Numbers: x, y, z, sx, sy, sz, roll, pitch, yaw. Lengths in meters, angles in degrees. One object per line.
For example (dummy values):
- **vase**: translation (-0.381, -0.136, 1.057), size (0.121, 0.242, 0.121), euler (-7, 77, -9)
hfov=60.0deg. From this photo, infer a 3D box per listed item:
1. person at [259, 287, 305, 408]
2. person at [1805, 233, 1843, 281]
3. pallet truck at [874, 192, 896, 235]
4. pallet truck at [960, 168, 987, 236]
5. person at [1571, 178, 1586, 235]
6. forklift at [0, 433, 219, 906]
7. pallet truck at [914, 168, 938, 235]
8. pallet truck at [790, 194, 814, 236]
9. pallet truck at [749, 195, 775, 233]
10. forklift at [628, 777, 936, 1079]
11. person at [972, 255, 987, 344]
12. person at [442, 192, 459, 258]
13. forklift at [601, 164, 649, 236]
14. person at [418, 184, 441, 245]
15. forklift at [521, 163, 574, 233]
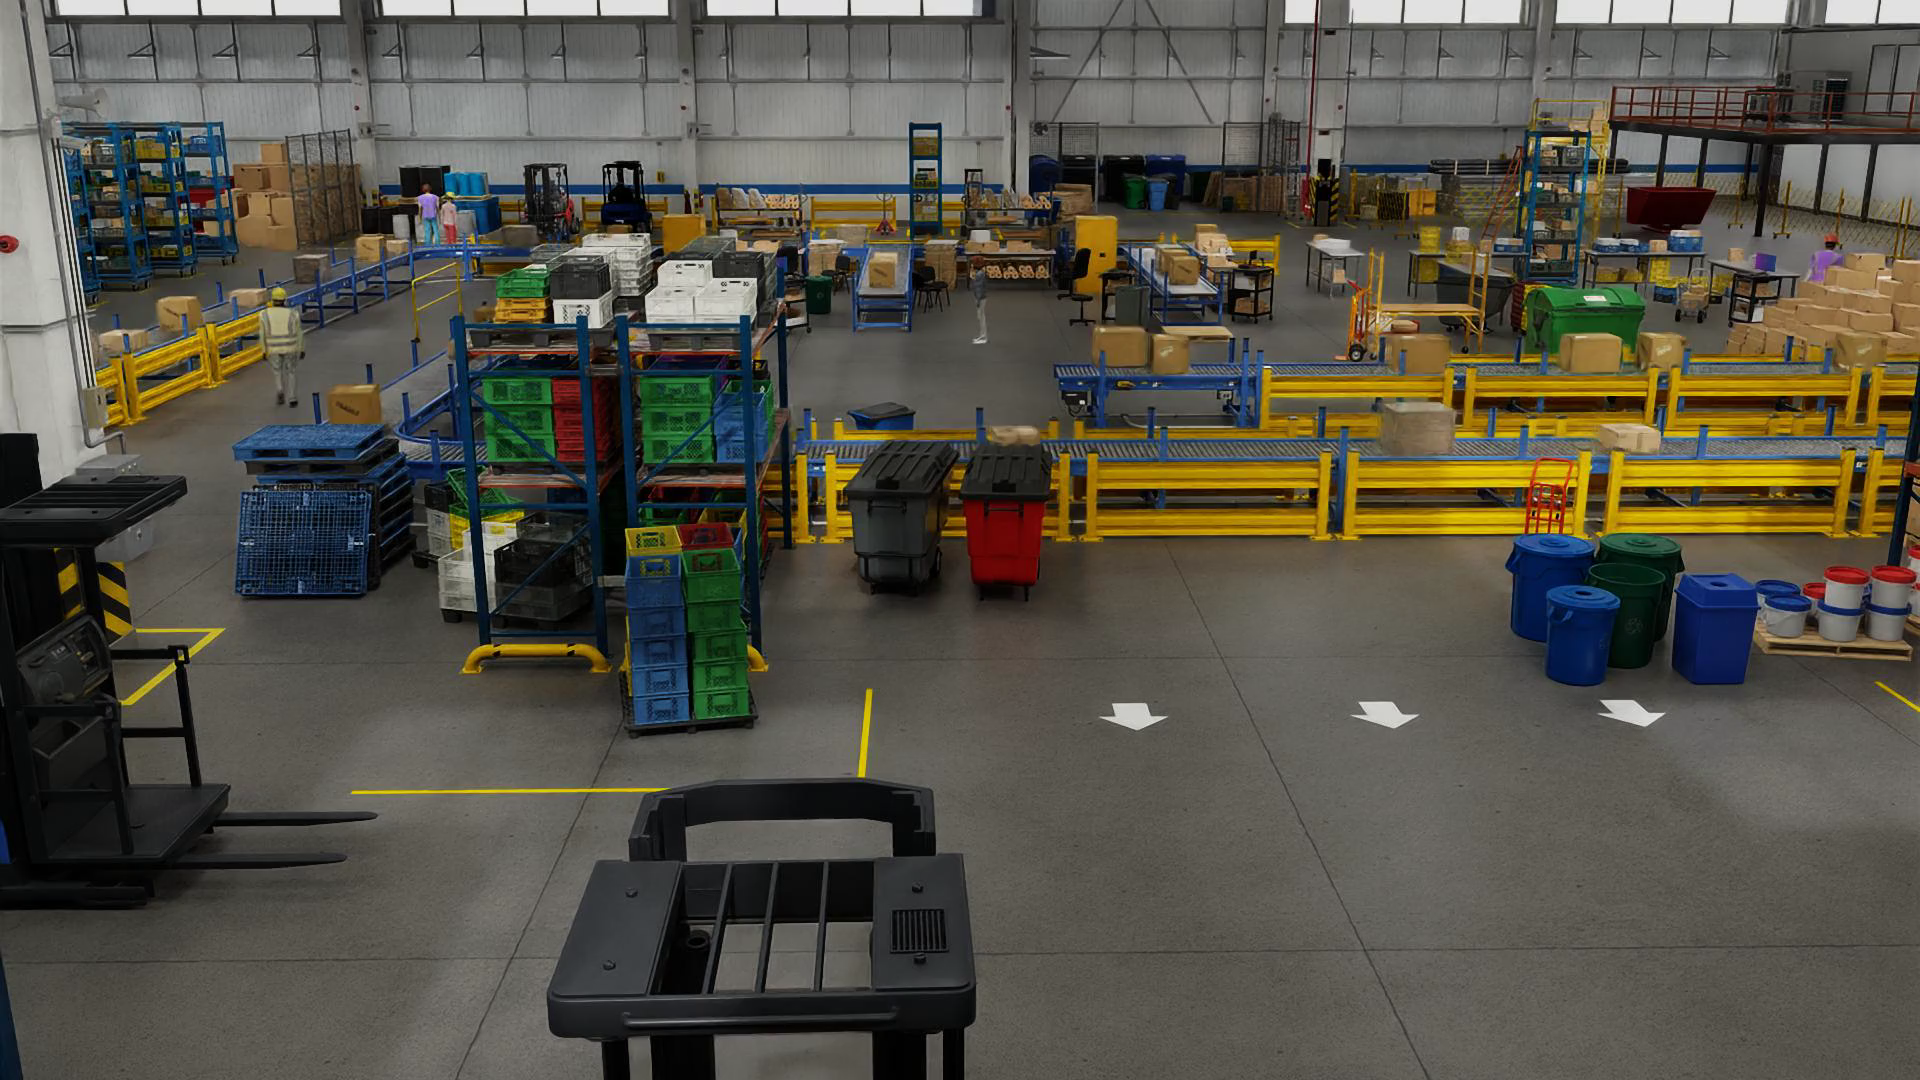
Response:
- **person**: translation (-10.181, -2.895, 25.035), size (0.616, 1.813, 0.442), euler (-5, 17, -17)
- **person**: translation (16.541, -4.906, 31.866), size (0.624, 1.904, 0.685), euler (13, 21, 39)
- **pallet truck**: translation (-2.277, -9.986, 50.594), size (0.653, 1.274, 1.630), euler (0, 16, -1)
- **pallet truck**: translation (0.383, -10.230, 50.206), size (0.823, 1.965, 1.885), euler (-1, 16, -3)
- **person**: translation (18.489, -9.948, 49.710), size (0.470, 1.725, 0.508), euler (0, 16, 1)
- **forklift**: translation (-5.952, 0.780, 10.366), size (1.873, 2.768, 1.129), euler (0, 16, -1)
- **pallet truck**: translation (-0.989, -10.316, 50.507), size (0.823, 1.965, 1.885), euler (1, 16, 3)
- **pallet truck**: translation (-4.814, -9.883, 50.259), size (0.704, 1.261, 1.522), euler (-1, 16, -3)
- **pallet truck**: translation (-6.051, -9.967, 50.660), size (0.680, 1.201, 1.601), euler (0, 16, -1)
- **forklift**: translation (-0.542, 2.165, 5.552), size (1.129, 2.768, 1.873), euler (-1, 16, -2)
- **person**: translation (0.360, -4.454, 30.797), size (0.282, 1.625, 0.495), euler (0, 16, -1)
- **person**: translation (-13.512, -8.371, 44.203), size (0.533, 1.746, 0.381), euler (10, 19, 32)
- **forklift**: translation (-9.948, -10.127, 49.296), size (1.157, 1.987, 2.680), euler (-1, 16, -3)
- **person**: translation (-14.530, -8.823, 45.592), size (0.570, 1.840, 0.373), euler (-6, 17, -20)
- **forklift**: translation (-12.233, -10.122, 49.298), size (1.157, 1.987, 2.680), euler (0, 16, -1)
